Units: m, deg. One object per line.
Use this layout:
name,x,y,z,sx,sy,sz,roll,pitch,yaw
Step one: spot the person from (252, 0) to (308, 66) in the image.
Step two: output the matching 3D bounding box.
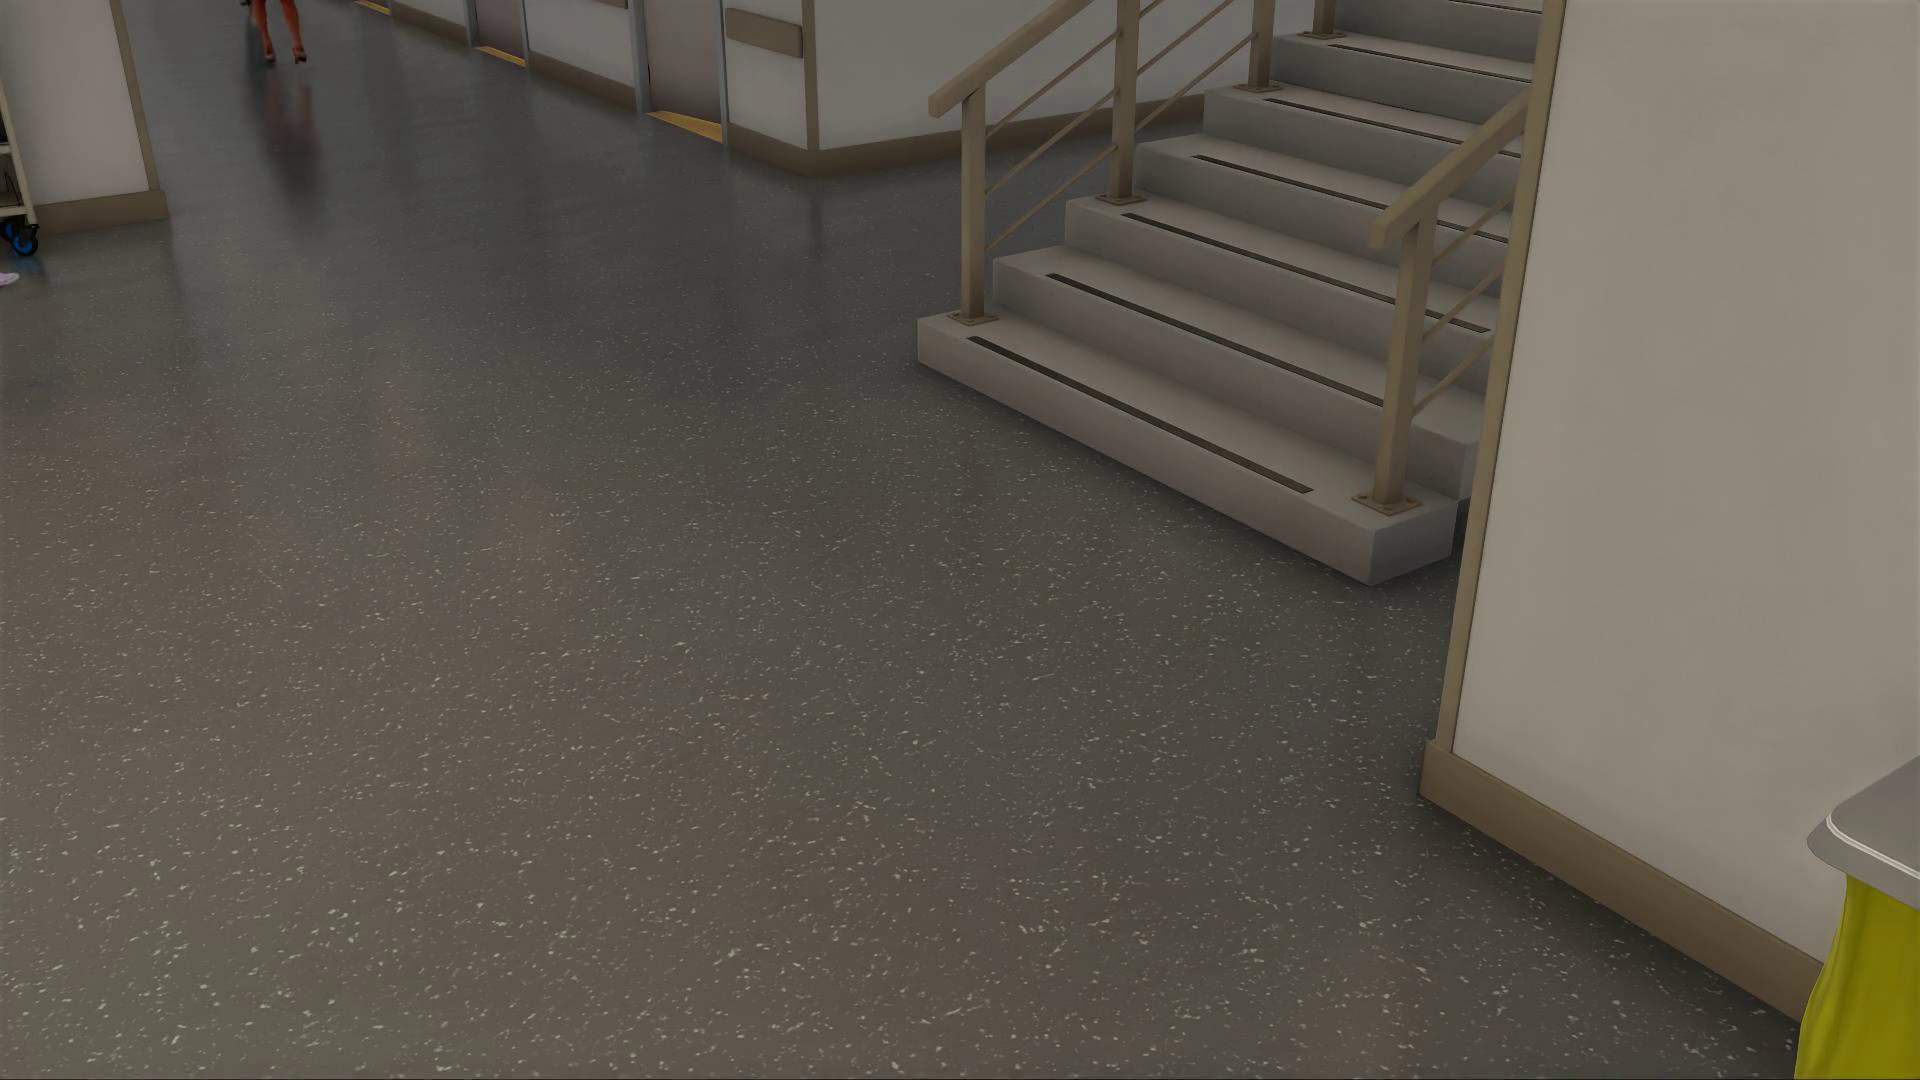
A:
person,-5.645,-4.646,13.433,0.964,1.604,0.677,-14,29,-27
